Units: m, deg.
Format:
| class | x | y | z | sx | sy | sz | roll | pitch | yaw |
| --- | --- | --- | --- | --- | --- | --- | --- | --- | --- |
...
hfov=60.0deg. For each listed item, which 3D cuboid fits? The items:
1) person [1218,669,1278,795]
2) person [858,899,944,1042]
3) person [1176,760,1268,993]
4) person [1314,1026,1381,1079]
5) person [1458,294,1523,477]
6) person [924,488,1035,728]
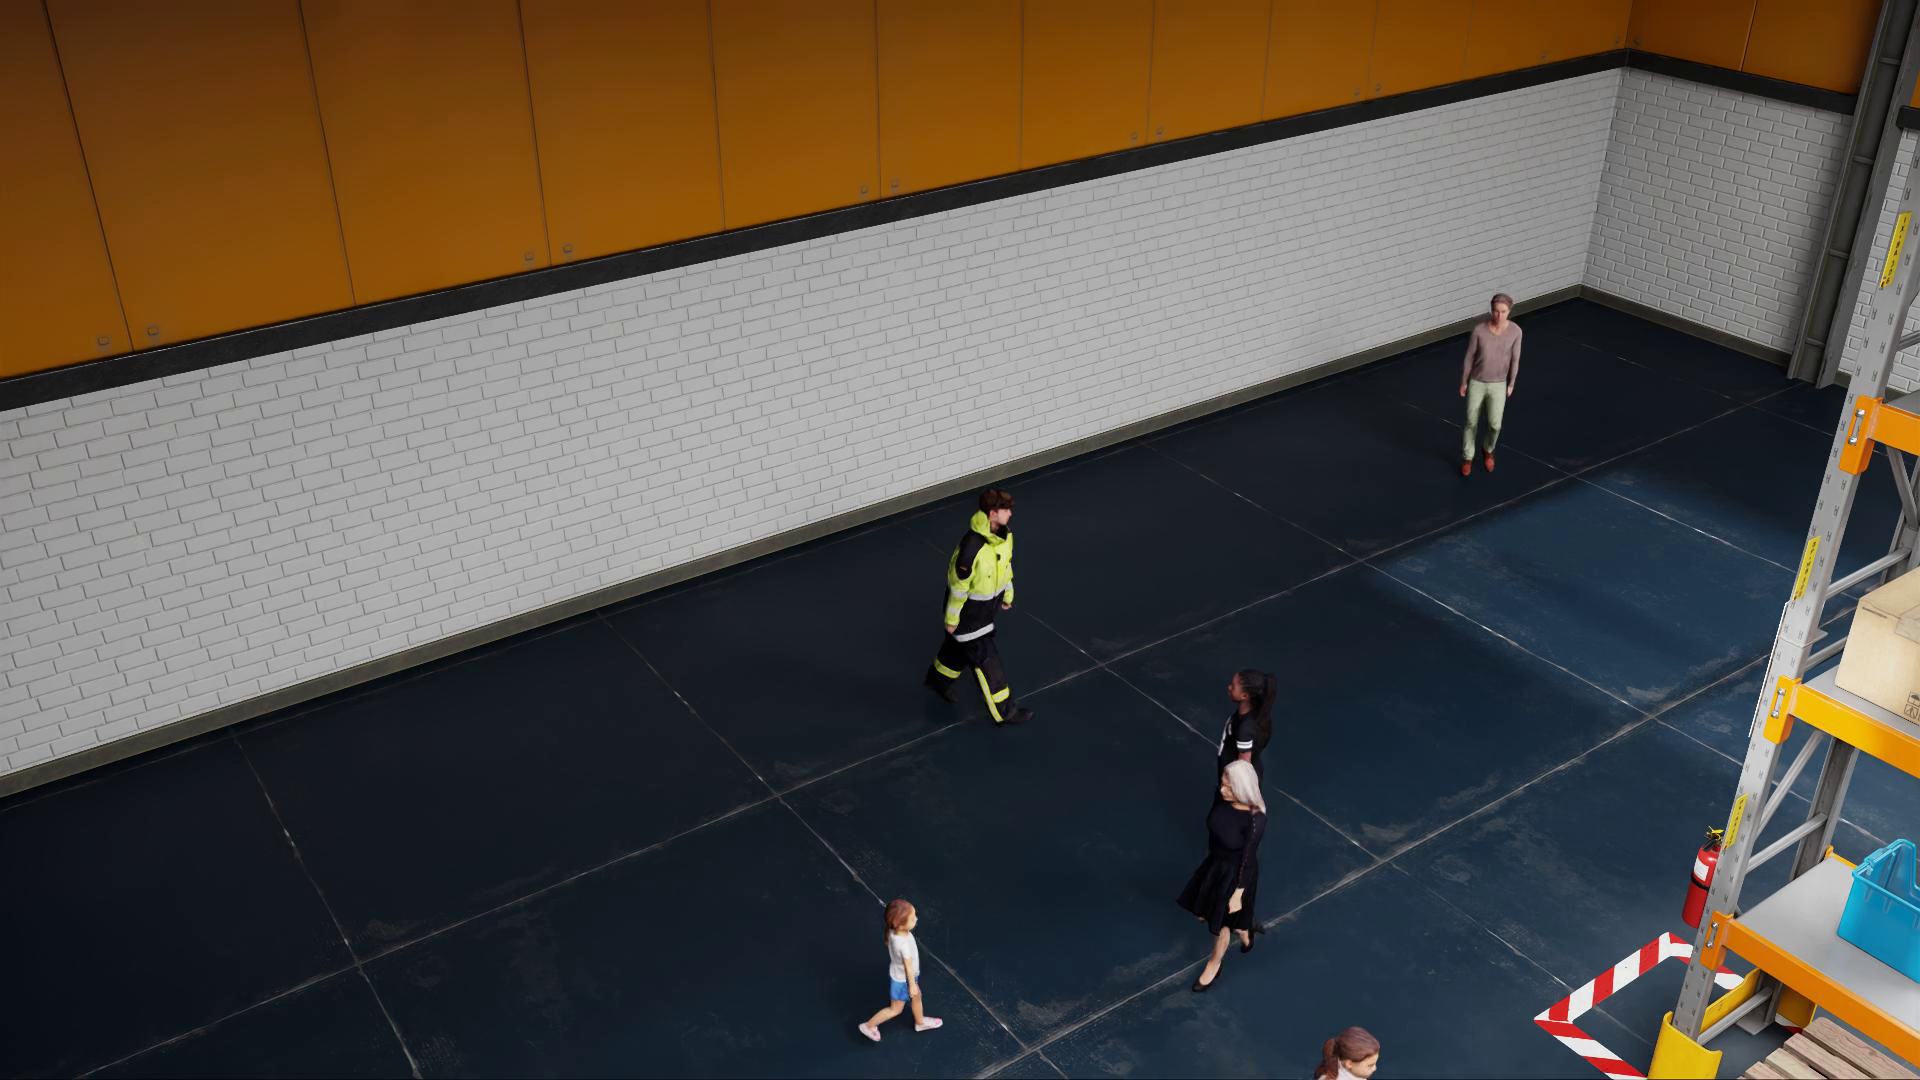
| class | x | y | z | sx | sy | sz | roll | pitch | yaw |
| --- | --- | --- | --- | --- | --- | --- | --- | --- | --- |
| person | 1.784 | 1.557 | 10.618 | 0.757 | 1.728 | 0.703 | 6 | 29 | 11 |
| person | -0.371 | 2.509 | 9.626 | 0.673 | 1.006 | 0.713 | -4 | 29 | -7 |
| person | 1.662 | 1.982 | 9.835 | 0.684 | 1.731 | 0.759 | -14 | 31 | -23 |
| person | 1.773 | 2.957 | 8.257 | 0.583 | 1.531 | 0.774 | -13 | 31 | -23 |
| person | 5.115 | -1.539 | 16.159 | 0.806 | 1.857 | 0.880 | 8 | 30 | 15 |
| person | 0.017 | 0.472 | 12.407 | 1.374 | 1.920 | 1.147 | 18 | 33 | 29 |
